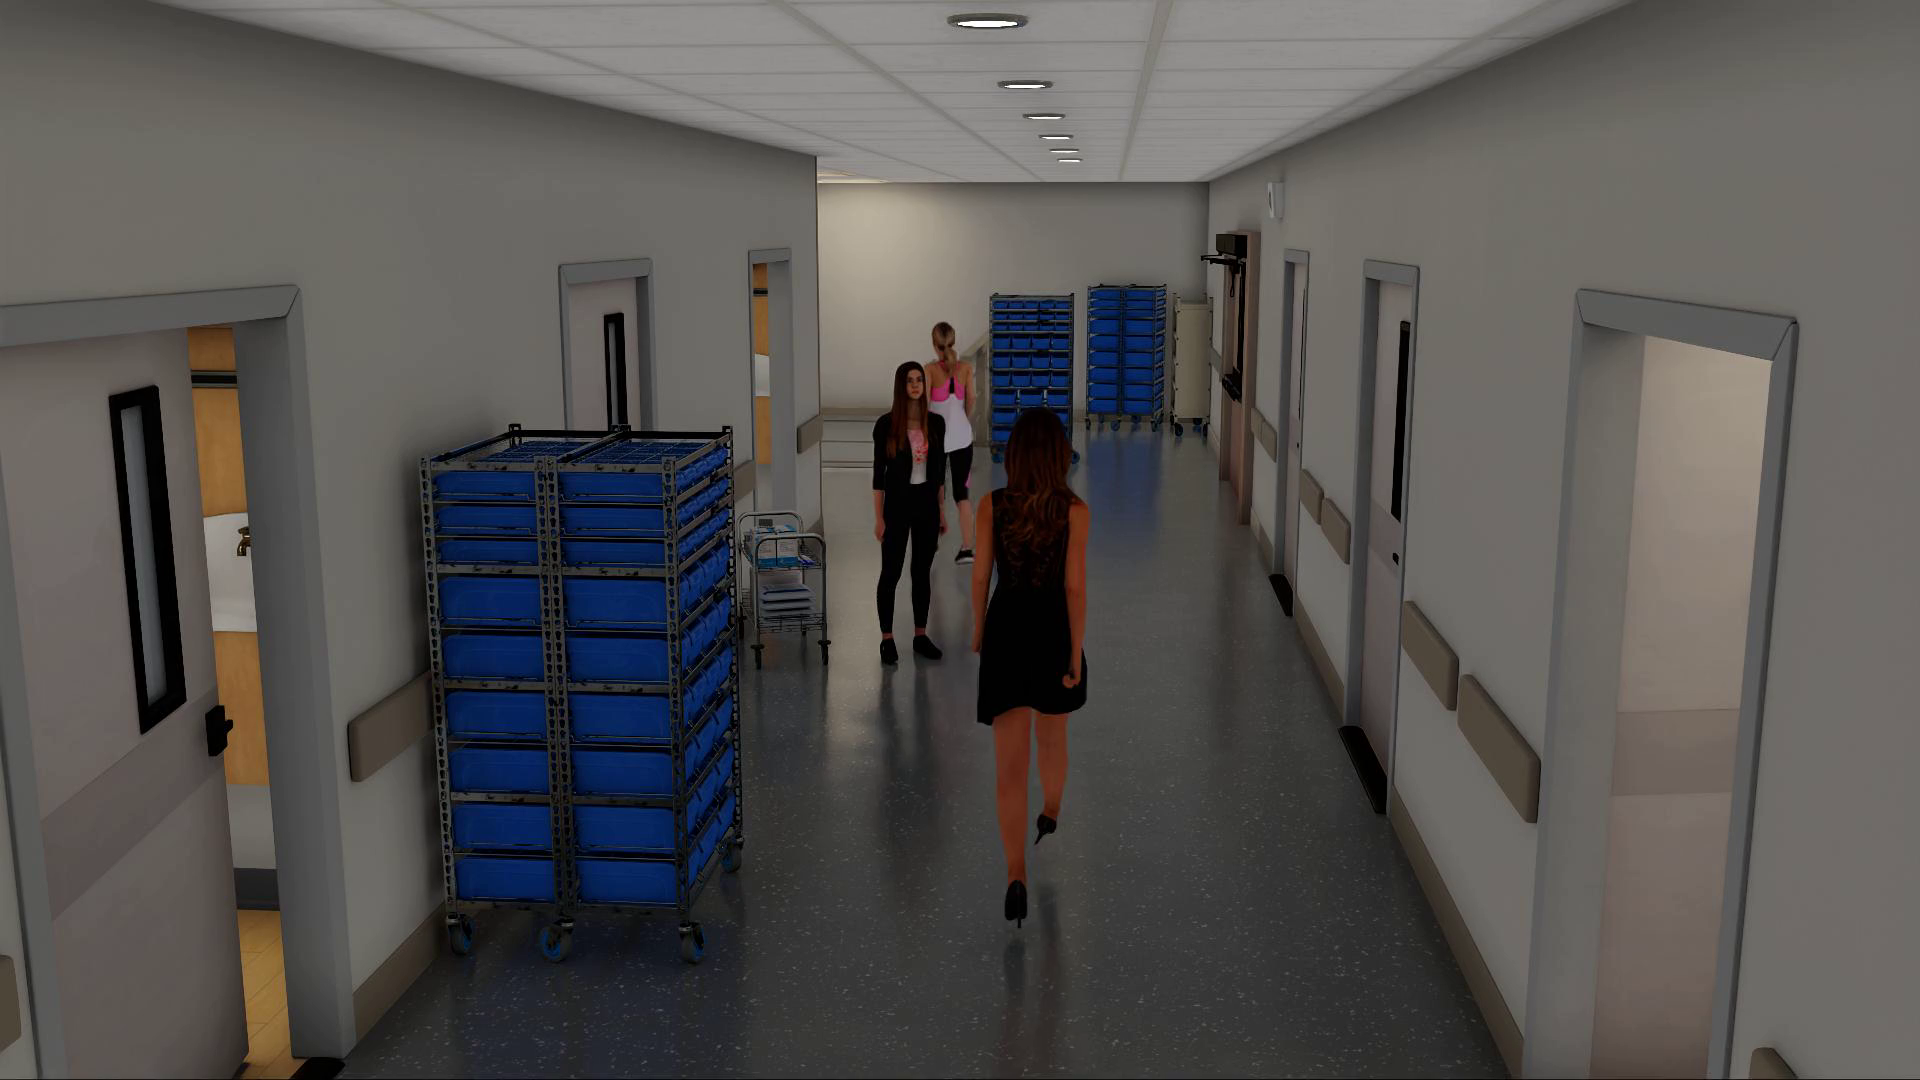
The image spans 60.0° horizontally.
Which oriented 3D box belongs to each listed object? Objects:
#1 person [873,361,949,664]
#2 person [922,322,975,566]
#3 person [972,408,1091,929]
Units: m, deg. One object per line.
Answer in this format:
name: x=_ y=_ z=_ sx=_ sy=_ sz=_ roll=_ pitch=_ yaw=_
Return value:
person: x=-0.292 y=-0.172 z=9.555 sx=0.671 sy=1.712 sz=0.670 roll=-4 pitch=12 yaw=-21
person: x=-0.046 y=-0.657 z=12.016 sx=0.908 sy=1.747 sz=1.218 roll=-3 pitch=11 yaw=-18
person: x=0.226 y=0.487 z=5.904 sx=0.575 sy=1.778 sz=1.146 roll=1 pitch=11 yaw=4
